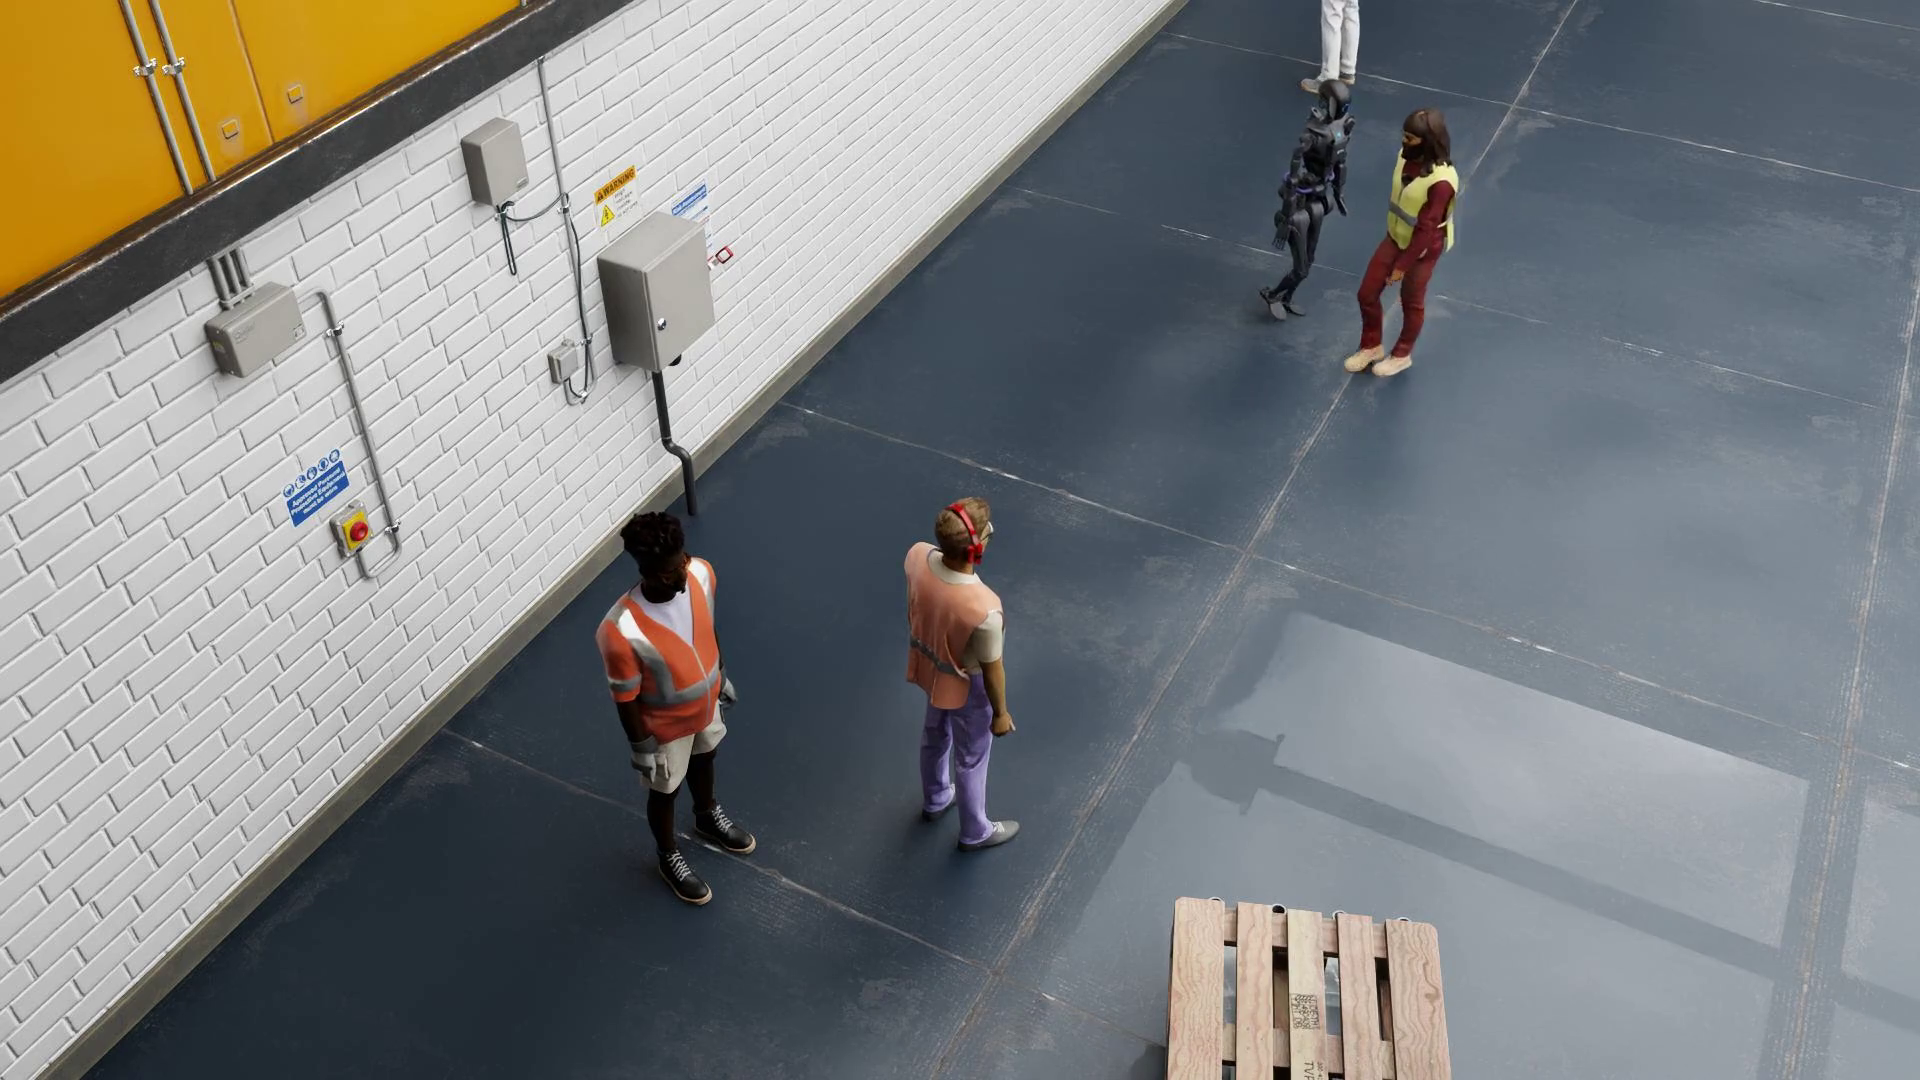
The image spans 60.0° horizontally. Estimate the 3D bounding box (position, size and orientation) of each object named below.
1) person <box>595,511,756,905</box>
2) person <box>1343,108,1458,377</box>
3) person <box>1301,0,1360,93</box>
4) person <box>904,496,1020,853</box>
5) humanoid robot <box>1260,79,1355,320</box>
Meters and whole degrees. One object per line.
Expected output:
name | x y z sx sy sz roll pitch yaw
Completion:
person | -1.140 0.675 6.758 0.368 1.966 0.603 23 46 24
person | 2.561 -1.676 9.646 0.565 1.748 0.460 -20 45 -22
person | 2.910 -4.314 12.615 0.340 1.875 0.567 30 49 30
person | -0.011 0.588 6.947 0.390 1.848 0.562 -27 48 -28
humanoid robot | 2.130 -2.078 10.179 0.596 1.640 0.390 -30 49 -30
